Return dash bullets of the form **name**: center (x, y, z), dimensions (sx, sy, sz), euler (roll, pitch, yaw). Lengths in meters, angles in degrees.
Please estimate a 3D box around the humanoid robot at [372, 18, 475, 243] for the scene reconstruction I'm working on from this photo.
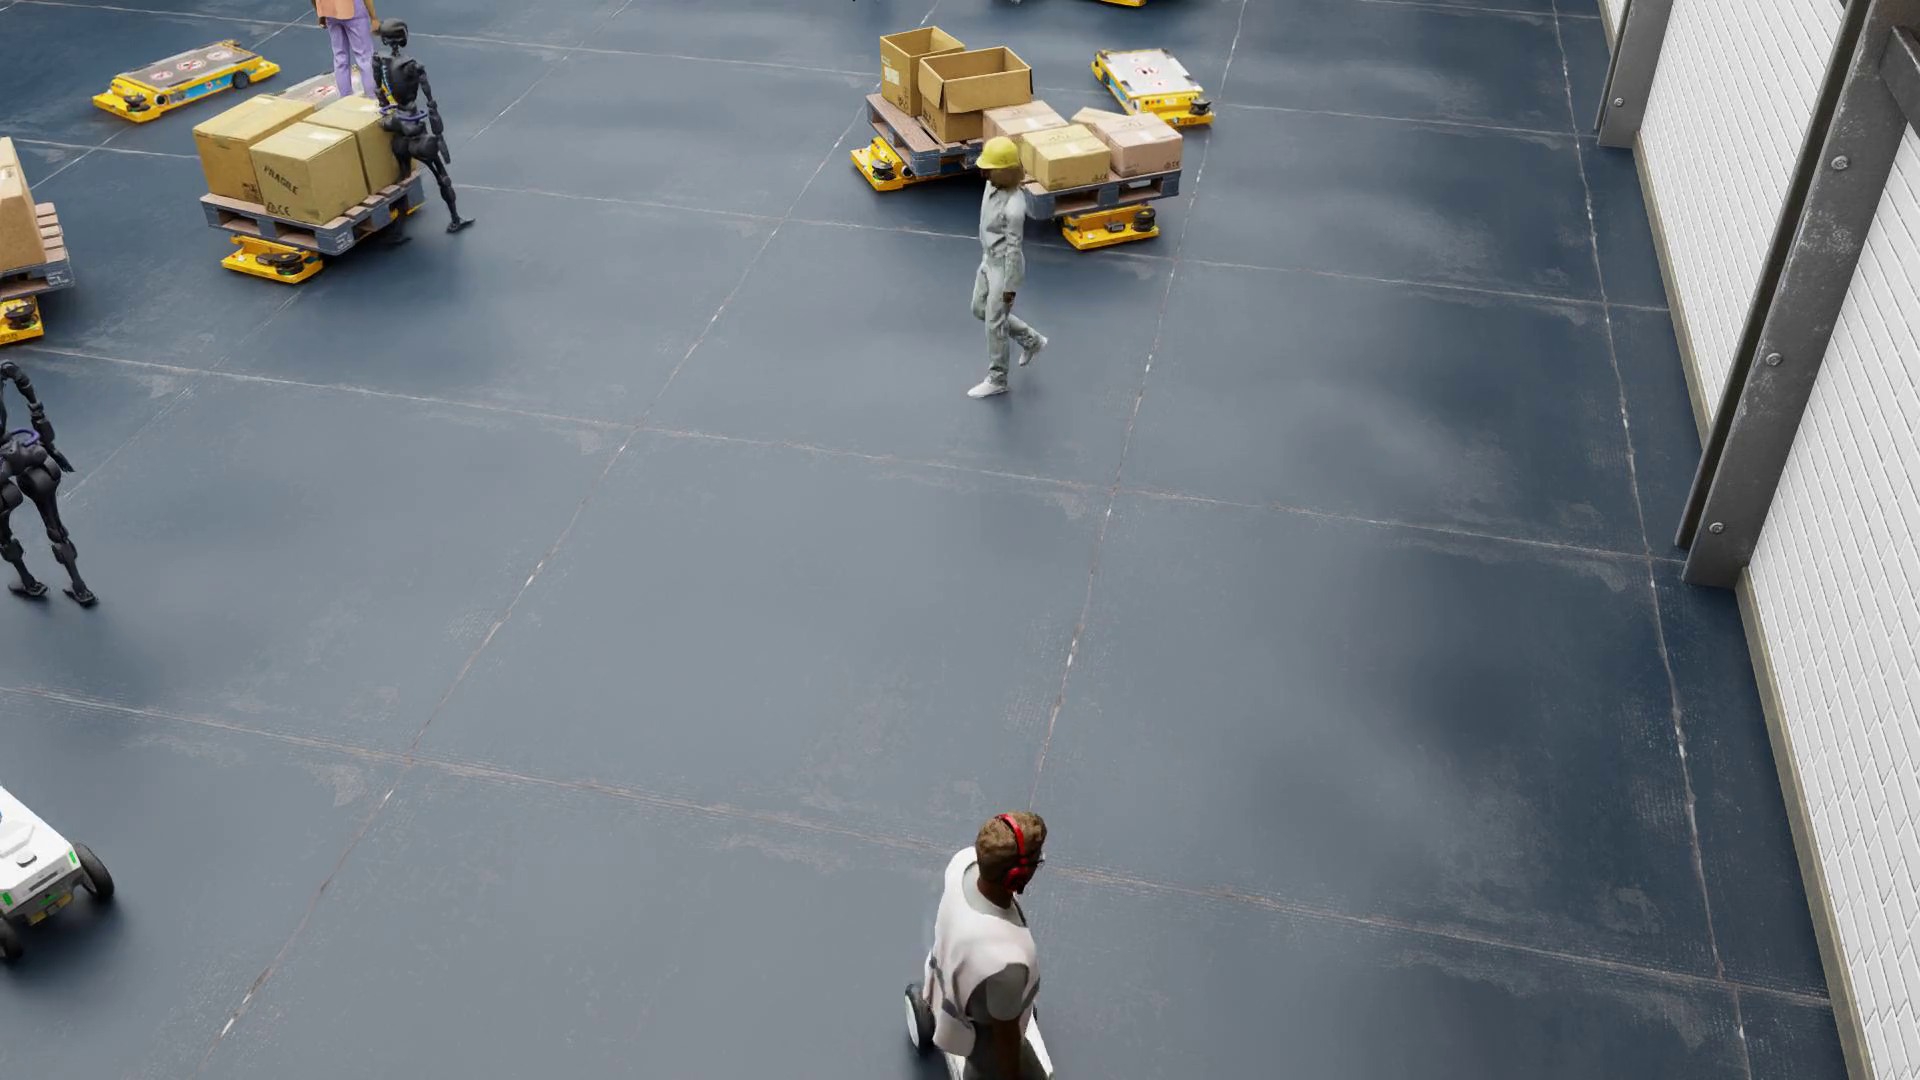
- **humanoid robot**: center (-3.980, -2.957, 12.031), dimensions (0.584, 1.650, 0.640), euler (17, 40, 22)

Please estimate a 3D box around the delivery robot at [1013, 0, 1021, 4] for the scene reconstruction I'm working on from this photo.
- **delivery robot**: center (0.618, -5.755, 16.663), dimensions (0.499, 0.572, 0.747), euler (20, 41, 25)

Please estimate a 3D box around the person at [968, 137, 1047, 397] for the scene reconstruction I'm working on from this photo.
- **person**: center (0.291, -1.684, 10.251), dimensions (0.474, 1.723, 0.494), euler (-10, 38, -13)

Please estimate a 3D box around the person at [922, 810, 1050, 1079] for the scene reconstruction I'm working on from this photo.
- **person**: center (0.111, 1.653, 5.710), dimensions (0.450, 1.819, 0.627), euler (-9, 38, -11)

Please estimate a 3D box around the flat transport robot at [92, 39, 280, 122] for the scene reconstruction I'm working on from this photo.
- **flat transport robot**: center (-6.805, -4.050, 14.639), dimensions (0.659, 0.231, 1.431), euler (23, 43, 28)

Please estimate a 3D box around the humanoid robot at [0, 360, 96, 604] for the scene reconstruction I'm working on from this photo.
- **humanoid robot**: center (-4.909, -0.380, 8.548), dimensions (0.548, 1.646, 0.589), euler (22, 42, 27)

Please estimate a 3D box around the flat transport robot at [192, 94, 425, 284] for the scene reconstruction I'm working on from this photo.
- **flat transport robot**: center (-4.722, -2.331, 12.338), dimensions (0.659, 0.231, 1.431), euler (14, 39, 18)

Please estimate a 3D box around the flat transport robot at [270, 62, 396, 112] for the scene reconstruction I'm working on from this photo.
- **flat transport robot**: center (-5.438, -3.697, 14.166), dimensions (0.659, 0.231, 1.431), euler (19, 41, 23)

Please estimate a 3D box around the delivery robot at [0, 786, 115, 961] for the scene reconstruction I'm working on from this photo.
- **delivery robot**: center (-4.086, 1.359, 7.143), dimensions (0.735, 0.573, 0.511), euler (24, 43, 29)

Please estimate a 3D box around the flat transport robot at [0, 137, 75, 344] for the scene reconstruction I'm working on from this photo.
- **flat transport robot**: center (-6.790, -1.720, 11.521), dimensions (0.659, 0.231, 1.431), euler (-18, 40, -22)

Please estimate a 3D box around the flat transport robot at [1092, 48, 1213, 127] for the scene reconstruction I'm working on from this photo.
- **flat transport robot**: center (1.661, -3.962, 14.521), dimensions (0.659, 0.231, 1.431), euler (-8, 37, -10)

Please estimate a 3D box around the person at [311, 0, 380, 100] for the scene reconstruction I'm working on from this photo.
- **person**: center (-5.061, -4.312, 13.672), dimensions (0.567, 1.843, 0.374), euler (10, 38, 13)

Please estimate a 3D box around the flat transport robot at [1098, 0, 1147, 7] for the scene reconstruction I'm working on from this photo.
- **flat transport robot**: center (1.809, -5.769, 16.938), dimensions (0.659, 0.231, 1.431), euler (18, 40, 22)

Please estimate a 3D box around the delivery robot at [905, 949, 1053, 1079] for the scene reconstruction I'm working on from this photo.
- **delivery robot**: center (0.099, 1.896, 6.427), dimensions (0.499, 0.576, 0.747), euler (-9, 38, -12)

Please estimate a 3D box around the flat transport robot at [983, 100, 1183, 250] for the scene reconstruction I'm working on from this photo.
- **flat transport robot**: center (0.915, -2.643, 12.755), dimensions (0.659, 0.231, 1.431), euler (-13, 39, -17)

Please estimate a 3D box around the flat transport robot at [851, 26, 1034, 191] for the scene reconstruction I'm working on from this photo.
- **flat transport robot**: center (-0.099, -3.120, 13.393), dimensions (1.431, 0.231, 0.659), euler (-13, 39, -17)
